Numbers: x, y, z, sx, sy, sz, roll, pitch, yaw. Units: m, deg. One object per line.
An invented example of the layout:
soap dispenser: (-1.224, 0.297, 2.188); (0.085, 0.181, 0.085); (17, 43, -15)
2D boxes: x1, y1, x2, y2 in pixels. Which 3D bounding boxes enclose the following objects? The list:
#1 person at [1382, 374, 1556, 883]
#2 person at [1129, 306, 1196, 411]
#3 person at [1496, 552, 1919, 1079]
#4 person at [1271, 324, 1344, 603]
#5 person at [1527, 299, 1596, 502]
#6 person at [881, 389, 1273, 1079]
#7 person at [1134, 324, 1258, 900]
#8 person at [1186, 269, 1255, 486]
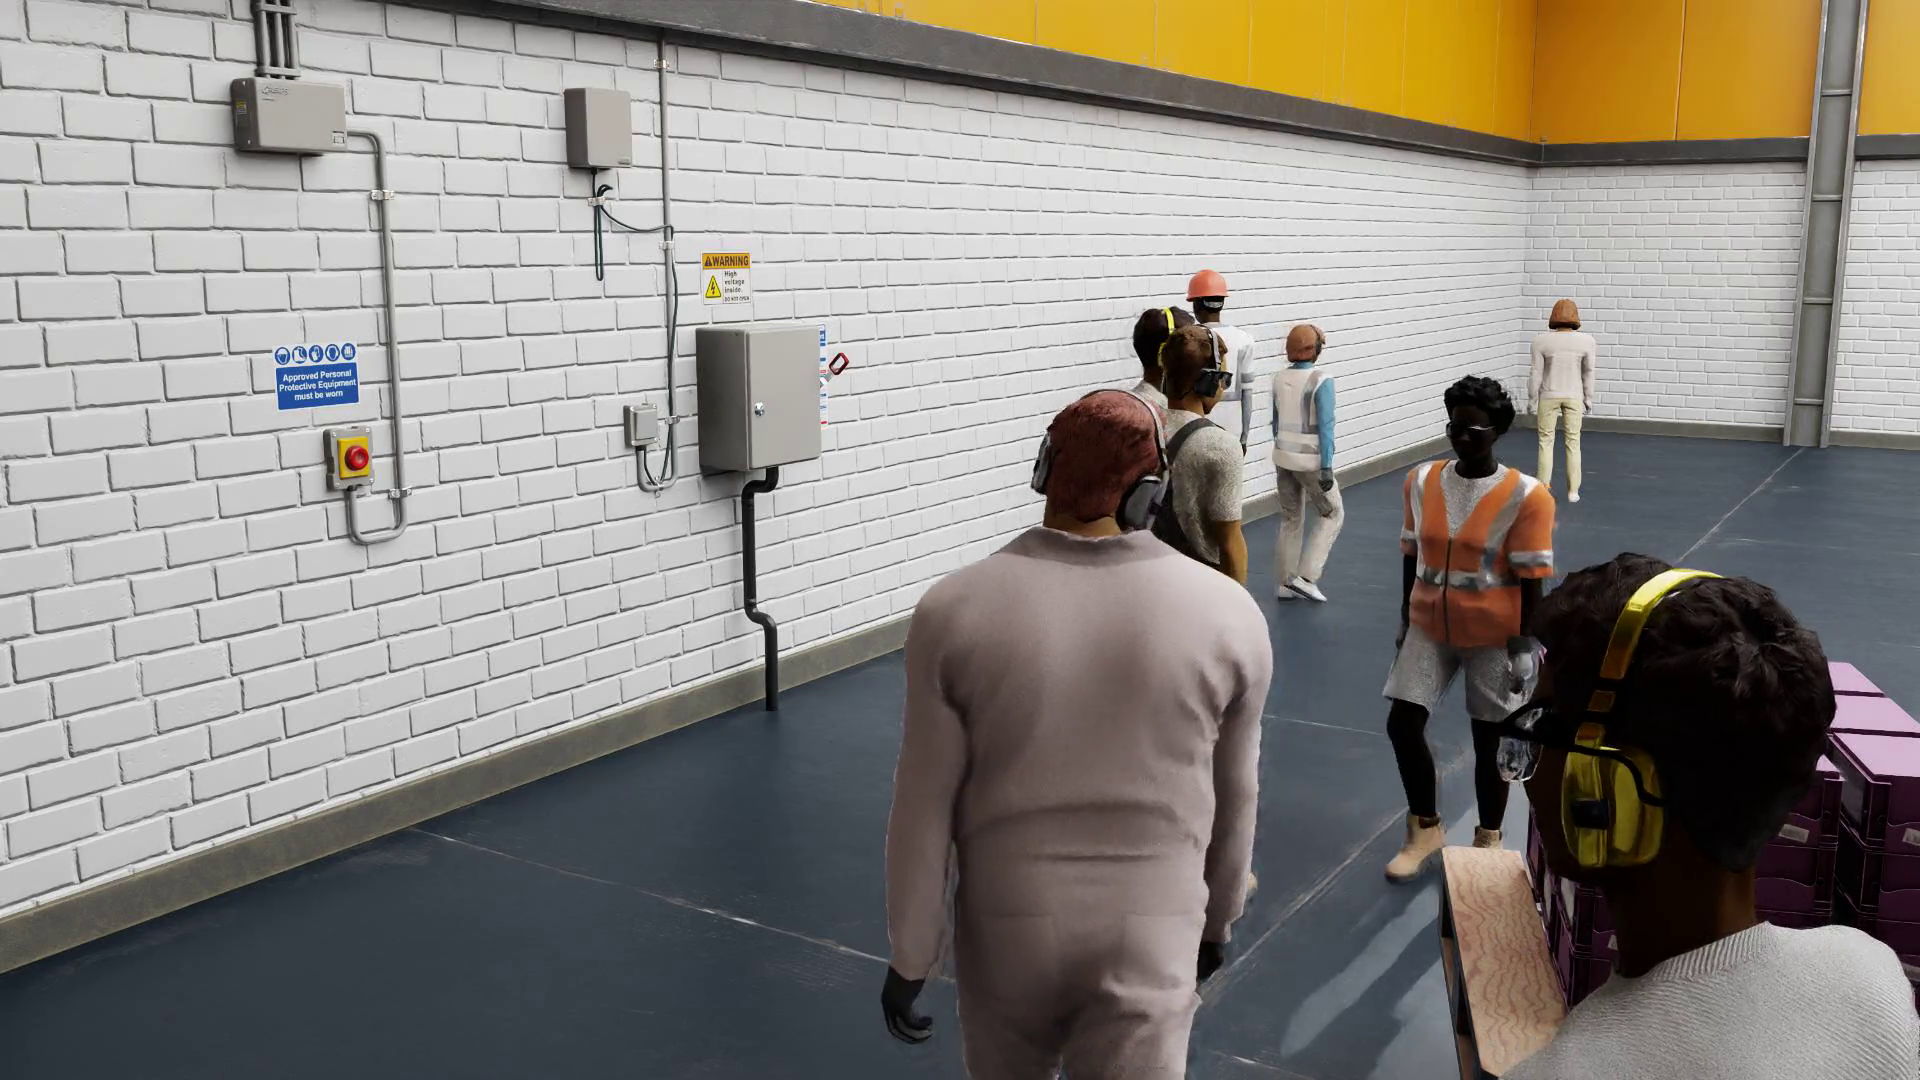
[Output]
person: (1.604, 0.314, 5.325); (0.546, 1.676, 0.531); (10, 14, 43)
person: (0.684, 0.076, 6.138); (0.398, 1.860, 0.577); (-2, 10, -9)
person: (0.580, 0.937, 1.395); (0.509, 1.859, 0.347); (-6, 12, -32)
person: (2.009, -0.434, 9.625); (0.394, 1.616, 0.543); (-6, 12, -28)
person: (4.827, -1.116, 13.381); (0.507, 1.631, 0.275); (2, 10, 11)
person: (0.195, 0.667, 2.916); (0.665, 1.856, 0.982); (0, 10, -1)
person: (0.715, 0.244, 5.277); (0.344, 1.840, 0.505); (-9, 13, -39)
person: (1.469, -0.641, 9.933); (0.546, 1.929, 0.388); (-2, 10, -10)
